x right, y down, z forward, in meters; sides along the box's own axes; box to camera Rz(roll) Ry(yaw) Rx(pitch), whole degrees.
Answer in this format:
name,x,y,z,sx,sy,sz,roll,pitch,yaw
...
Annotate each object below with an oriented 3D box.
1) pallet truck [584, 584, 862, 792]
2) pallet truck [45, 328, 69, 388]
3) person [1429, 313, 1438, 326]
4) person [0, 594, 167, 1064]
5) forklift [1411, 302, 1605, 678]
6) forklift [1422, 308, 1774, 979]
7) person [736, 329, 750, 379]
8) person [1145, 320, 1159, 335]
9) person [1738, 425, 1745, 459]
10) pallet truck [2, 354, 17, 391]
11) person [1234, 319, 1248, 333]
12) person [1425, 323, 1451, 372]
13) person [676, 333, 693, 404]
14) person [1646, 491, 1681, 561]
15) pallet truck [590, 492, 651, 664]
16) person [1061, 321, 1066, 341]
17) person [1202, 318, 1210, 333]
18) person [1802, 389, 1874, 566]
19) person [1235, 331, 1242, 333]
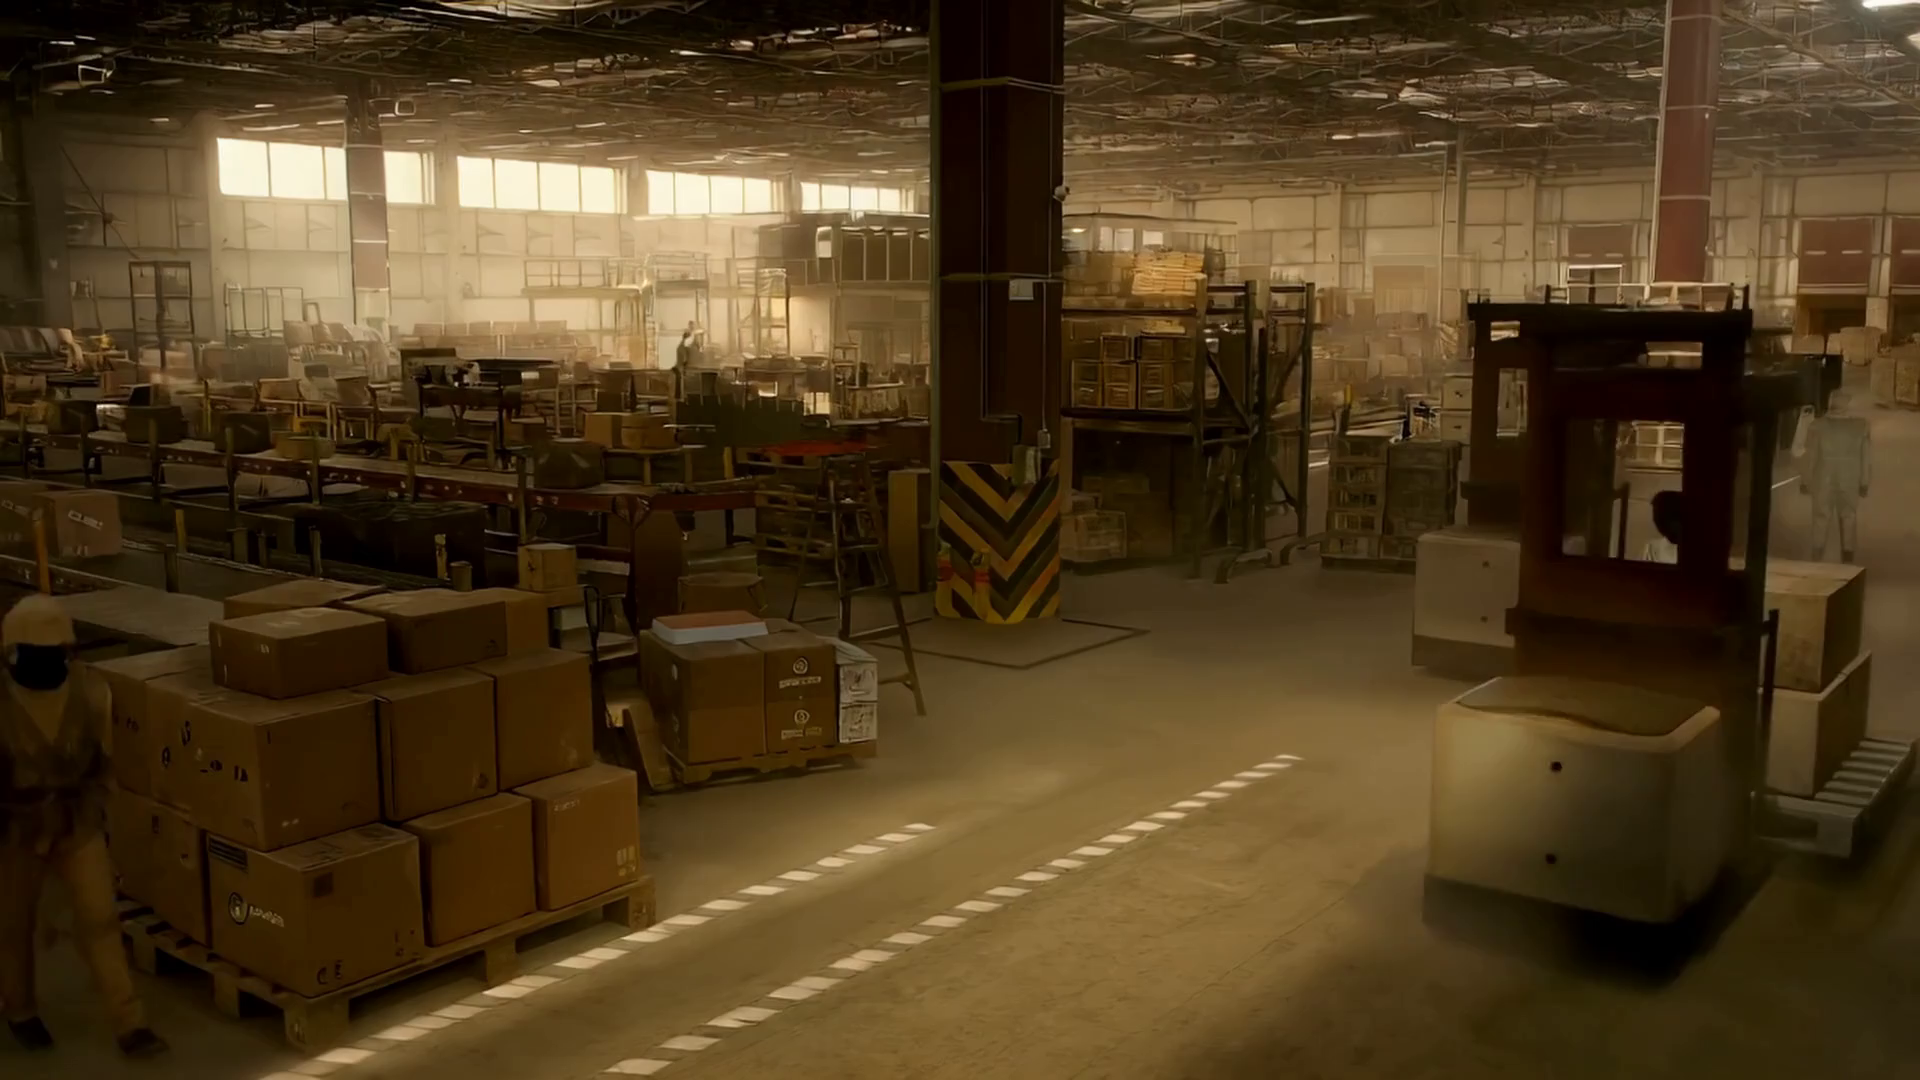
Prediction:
name,x,y,z,sx,sy,sz,roll,pitch,yaw
pallet truck,-1.426,0.805,10.019,1.601,1.201,0.680,-4,9,-26
pallet truck,-23.775,-4.544,43.495,1.885,1.965,0.823,6,10,35
person,22.608,-9.779,78.961,1.023,1.938,0.664,-5,10,-28
person,-3.358,1.095,6.155,0.894,1.788,0.608,7,11,41
forklift,4.379,-0.438,12.852,1.129,2.768,1.873,7,11,37
forklift,3.020,0.333,7.653,1.129,2.768,1.873,6,11,37
person,-7.334,-6.274,56.069,0.436,1.722,0.661,-6,11,-37
person,6.492,-6.292,55.134,0.695,2.000,0.920,-7,11,-38
person,13.598,-2.273,29.180,0.316,1.700,0.541,-1,9,-10
pallet truck,-24.881,-4.417,42.634,1.885,1.965,0.823,8,11,41
person,10.851,-7.560,64.112,0.630,1.922,0.571,2,9,11
person,17.720,-7.147,61.639,0.528,1.829,0.972,-8,12,-43
person,-7.261,-4.505,43.660,0.326,1.871,0.520,-5,10,-32
person,4.589,0.520,10.487,0.347,1.656,0.669,-5,10,-30
pallet truck,-3.115,0.344,12.883,0.653,1.274,1.630,7,11,37
person,3.622,-7.064,60.753,0.584,1.917,0.385,-2,9,-16
person,8.797,-7.025,60.118,0.464,2.028,0.617,4,9,26
person,9.175,-0.630,17.414,0.651,1.906,0.403,3,9,21
person,7.433,-4.643,44.522,0.549,1.891,0.963,5,10,32
